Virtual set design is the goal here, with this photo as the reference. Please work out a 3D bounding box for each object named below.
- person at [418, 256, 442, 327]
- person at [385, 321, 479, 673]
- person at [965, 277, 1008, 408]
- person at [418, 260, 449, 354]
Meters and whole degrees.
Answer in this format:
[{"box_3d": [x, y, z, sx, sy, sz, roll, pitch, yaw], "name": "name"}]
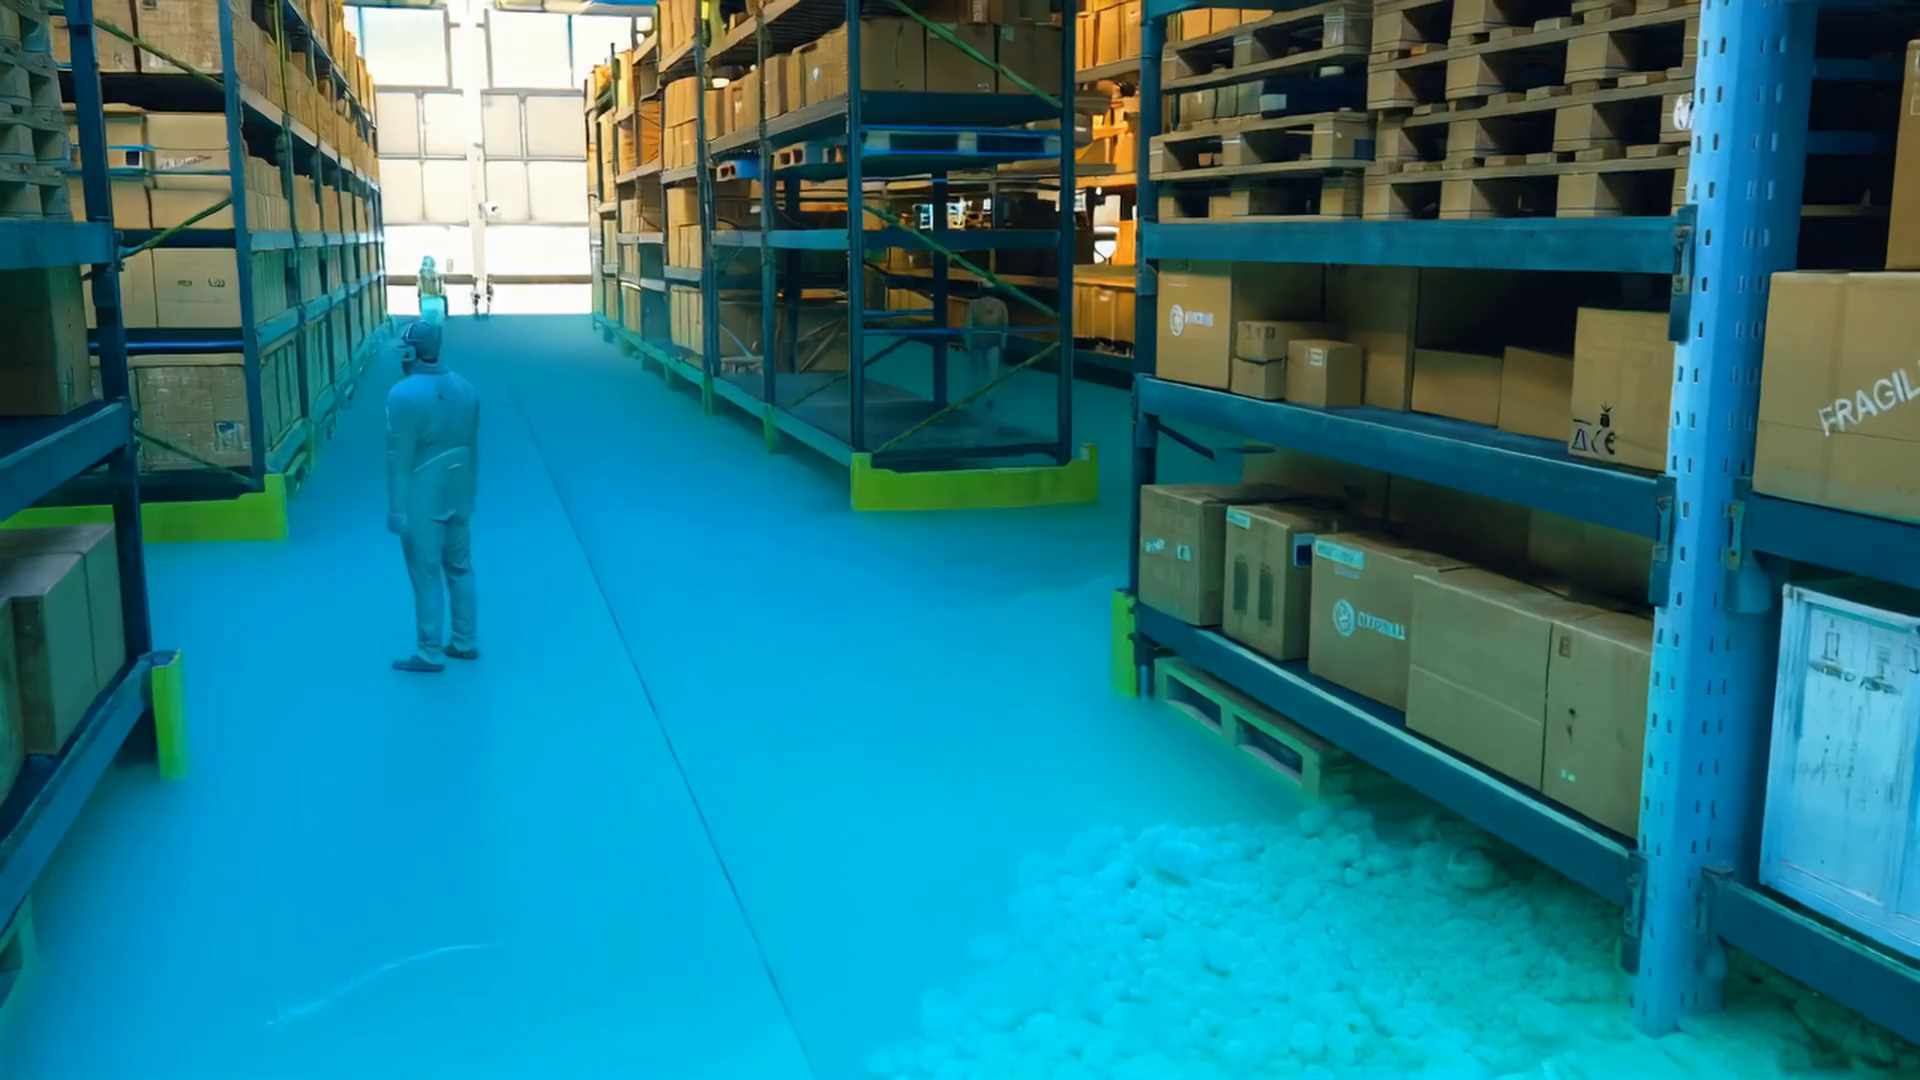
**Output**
[{"box_3d": [-13.852, -6.480, 43.438, 0.627, 1.846, 0.429, 8, 13, 37], "name": "person"}, {"box_3d": [-2.892, -0.235, 9.064, 0.398, 1.899, 0.650, 4, 11, 21], "name": "person"}, {"box_3d": [0.340, -2.750, 23.101, 0.624, 1.795, 0.887, -2, 11, -12], "name": "person"}, {"box_3d": [-10.446, -4.603, 33.021, 0.572, 1.884, 0.972, -3, 11, -18], "name": "person"}]
